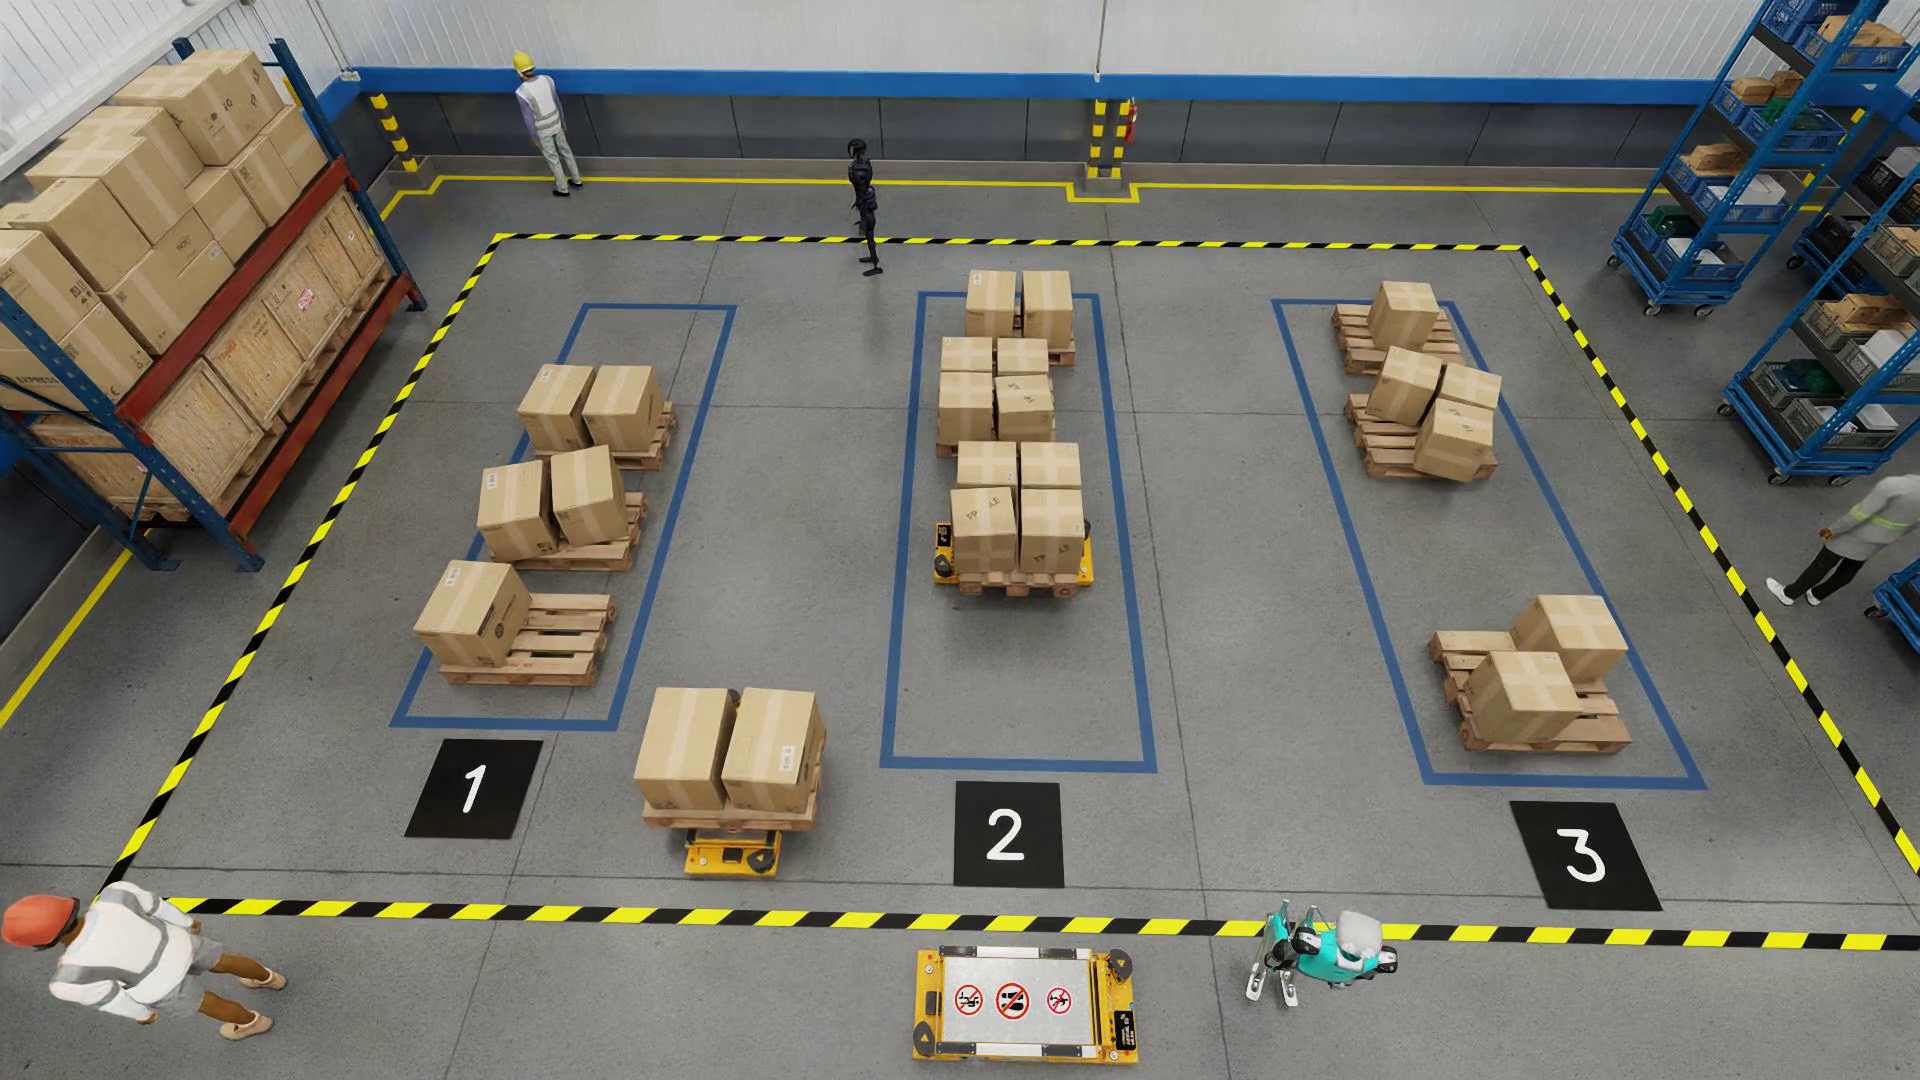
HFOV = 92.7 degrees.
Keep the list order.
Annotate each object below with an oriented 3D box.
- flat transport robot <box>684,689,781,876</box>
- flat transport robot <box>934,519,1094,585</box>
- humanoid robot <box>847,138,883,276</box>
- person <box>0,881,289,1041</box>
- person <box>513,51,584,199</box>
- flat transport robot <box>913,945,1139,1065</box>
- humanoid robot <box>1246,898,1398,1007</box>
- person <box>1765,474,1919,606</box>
[{"bbox_3d":[-1.639,1.811,6.991,0.652,0.197,1.431,1,51,1],"label":"flat transport robot"},{"bbox_3d":[0.490,0.087,8.397,1.431,0.197,0.652,1,51,1],"label":"flat transport robot"},{"bbox_3d":[-1.125,-3.893,10.740,0.315,1.657,0.599,-7,51,-6],"label":"humanoid robot"},{"bbox_3d":[-4.667,2.472,5.324,0.367,2.048,0.606,-2,51,-2],"label":"person"},{"bbox_3d":[-5.342,-5.327,11.818,0.404,1.830,0.600,23,54,17],"label":"person"},{"bbox_3d":[0.422,3.041,6.007,1.431,0.231,0.659,1,51,1],"label":"flat transport robot"},{"bbox_3d":[2.115,2.378,5.513,0.533,1.677,0.735,10,52,8],"label":"humanoid robot"},{"bbox_3d":[7.468,-0.102,7.548,0.589,1.852,0.398,5,51,4],"label":"person"}]
